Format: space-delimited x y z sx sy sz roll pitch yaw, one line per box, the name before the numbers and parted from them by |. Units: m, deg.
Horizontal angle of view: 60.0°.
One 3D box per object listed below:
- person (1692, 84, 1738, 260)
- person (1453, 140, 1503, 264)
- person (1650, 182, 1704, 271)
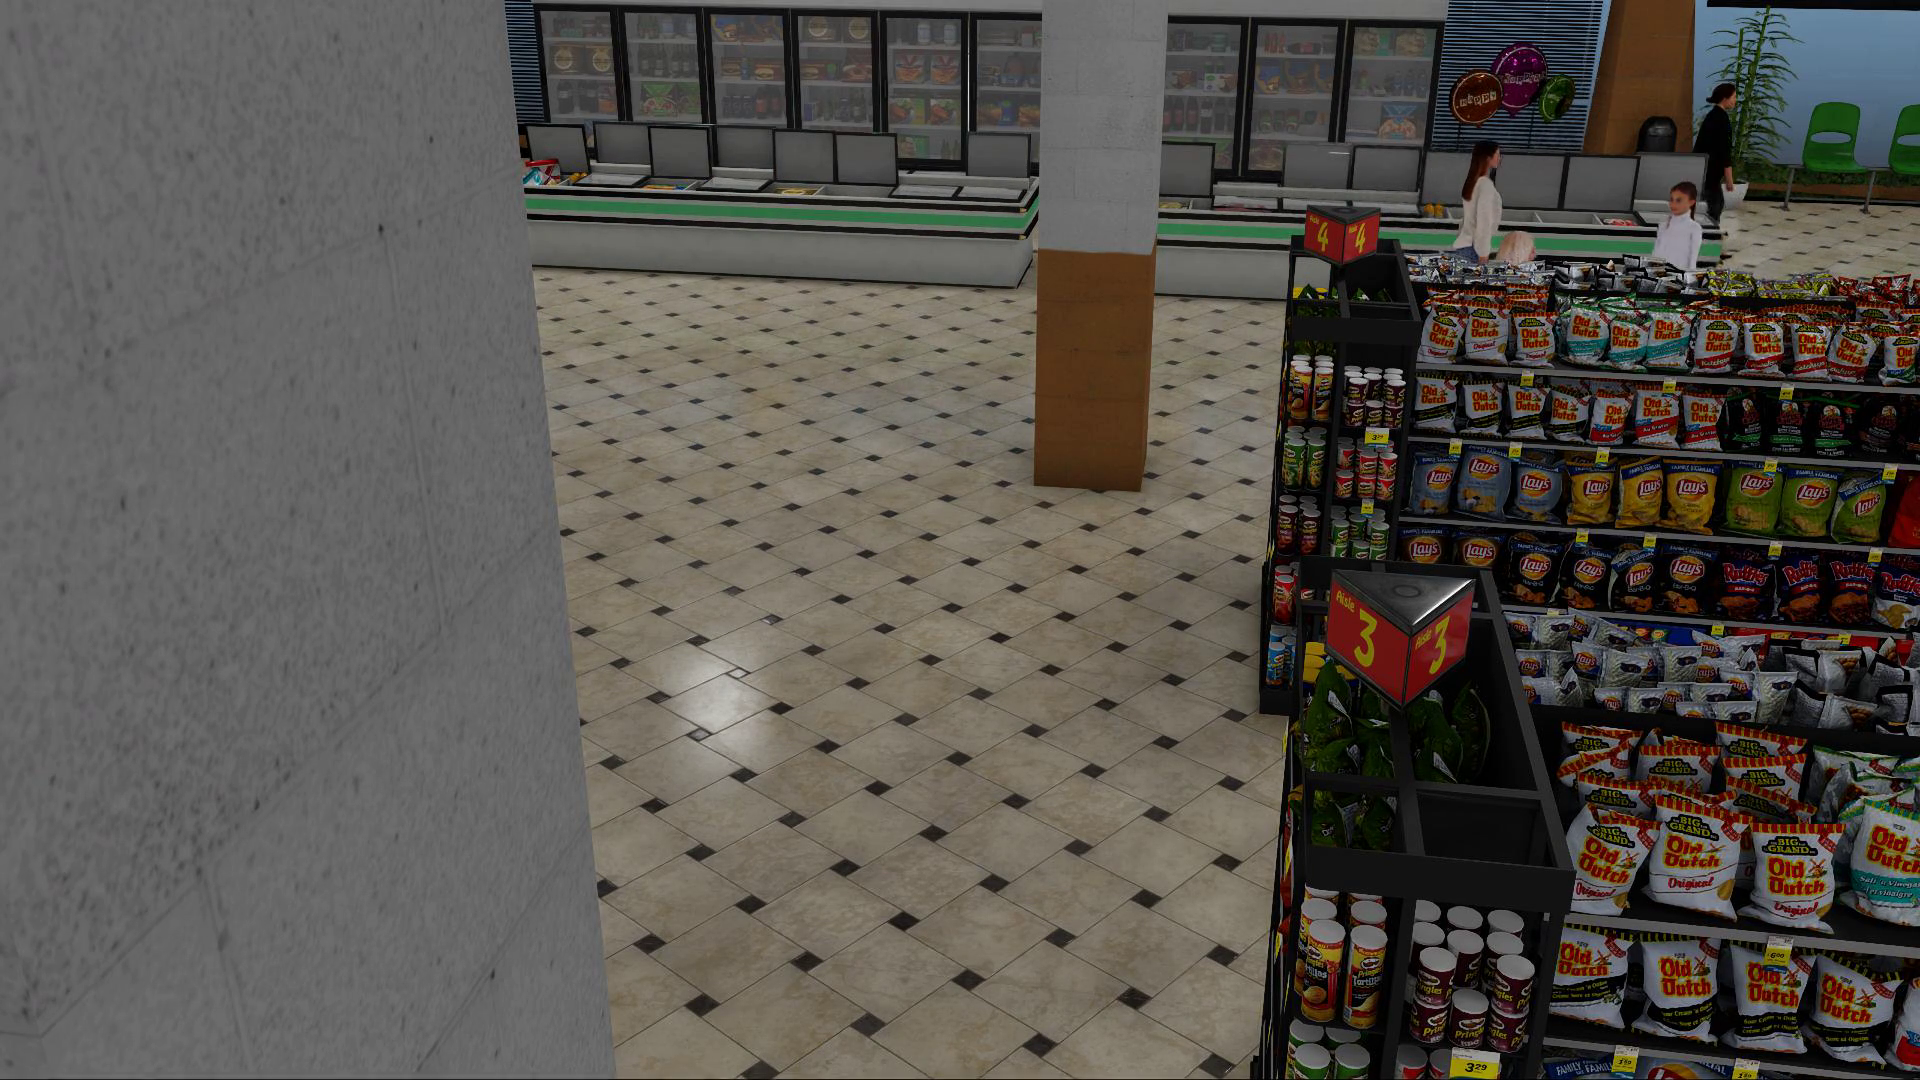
person | 6.973 -3.443 15.769 0.849 1.693 0.638 5 24 11
person | 3.998 -2.300 13.177 0.880 1.678 0.685 1 24 2
person | 5.356 -1.903 12.438 0.834 1.543 0.789 -18 29 -35
